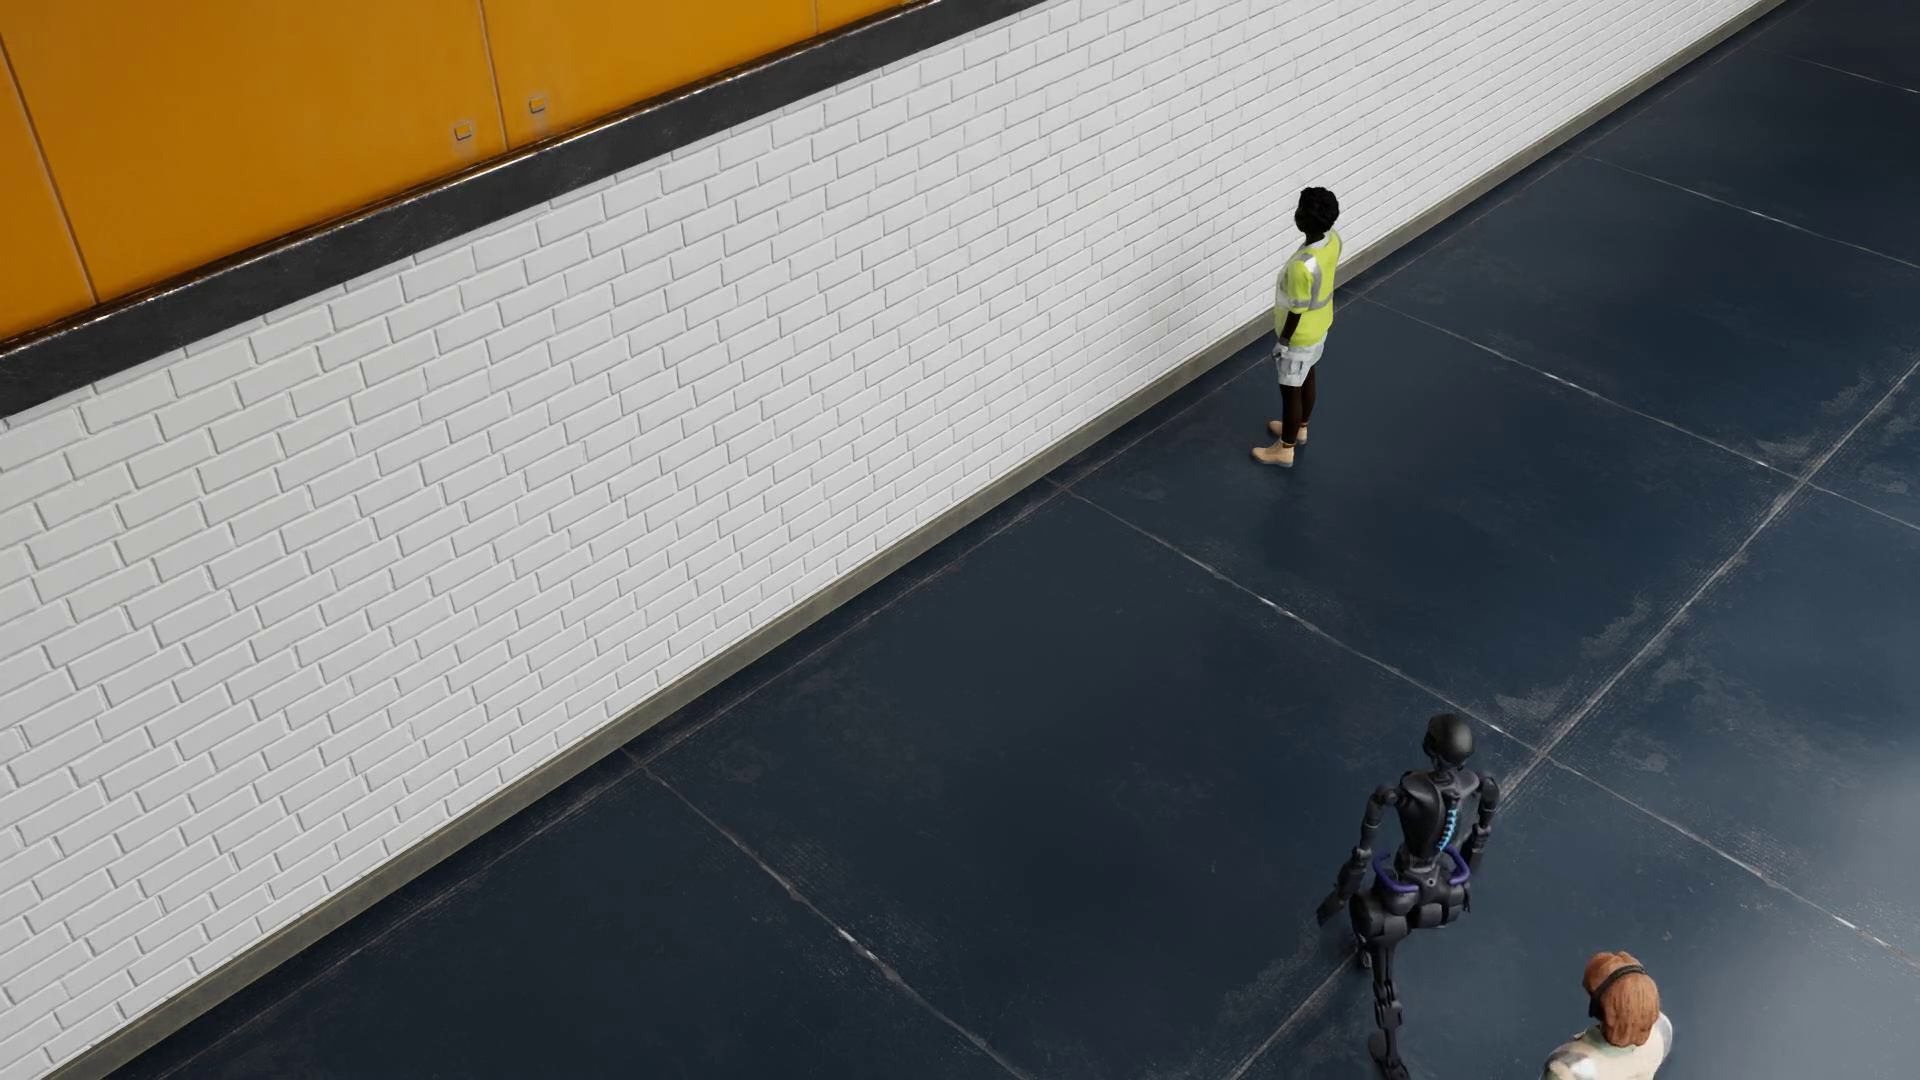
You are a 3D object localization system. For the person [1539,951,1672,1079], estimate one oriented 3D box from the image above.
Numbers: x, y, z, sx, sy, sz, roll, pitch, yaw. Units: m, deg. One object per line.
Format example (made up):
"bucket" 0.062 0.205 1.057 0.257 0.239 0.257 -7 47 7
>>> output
"person" 1.959 1.912 5.440 0.543 1.618 0.476 -19 42 -22

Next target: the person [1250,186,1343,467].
"person" 1.891 -1.184 9.254 0.318 1.698 0.534 19 43 23

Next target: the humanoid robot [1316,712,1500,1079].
"humanoid robot" 1.645 1.274 6.238 0.616 1.622 0.783 -9 40 -11
